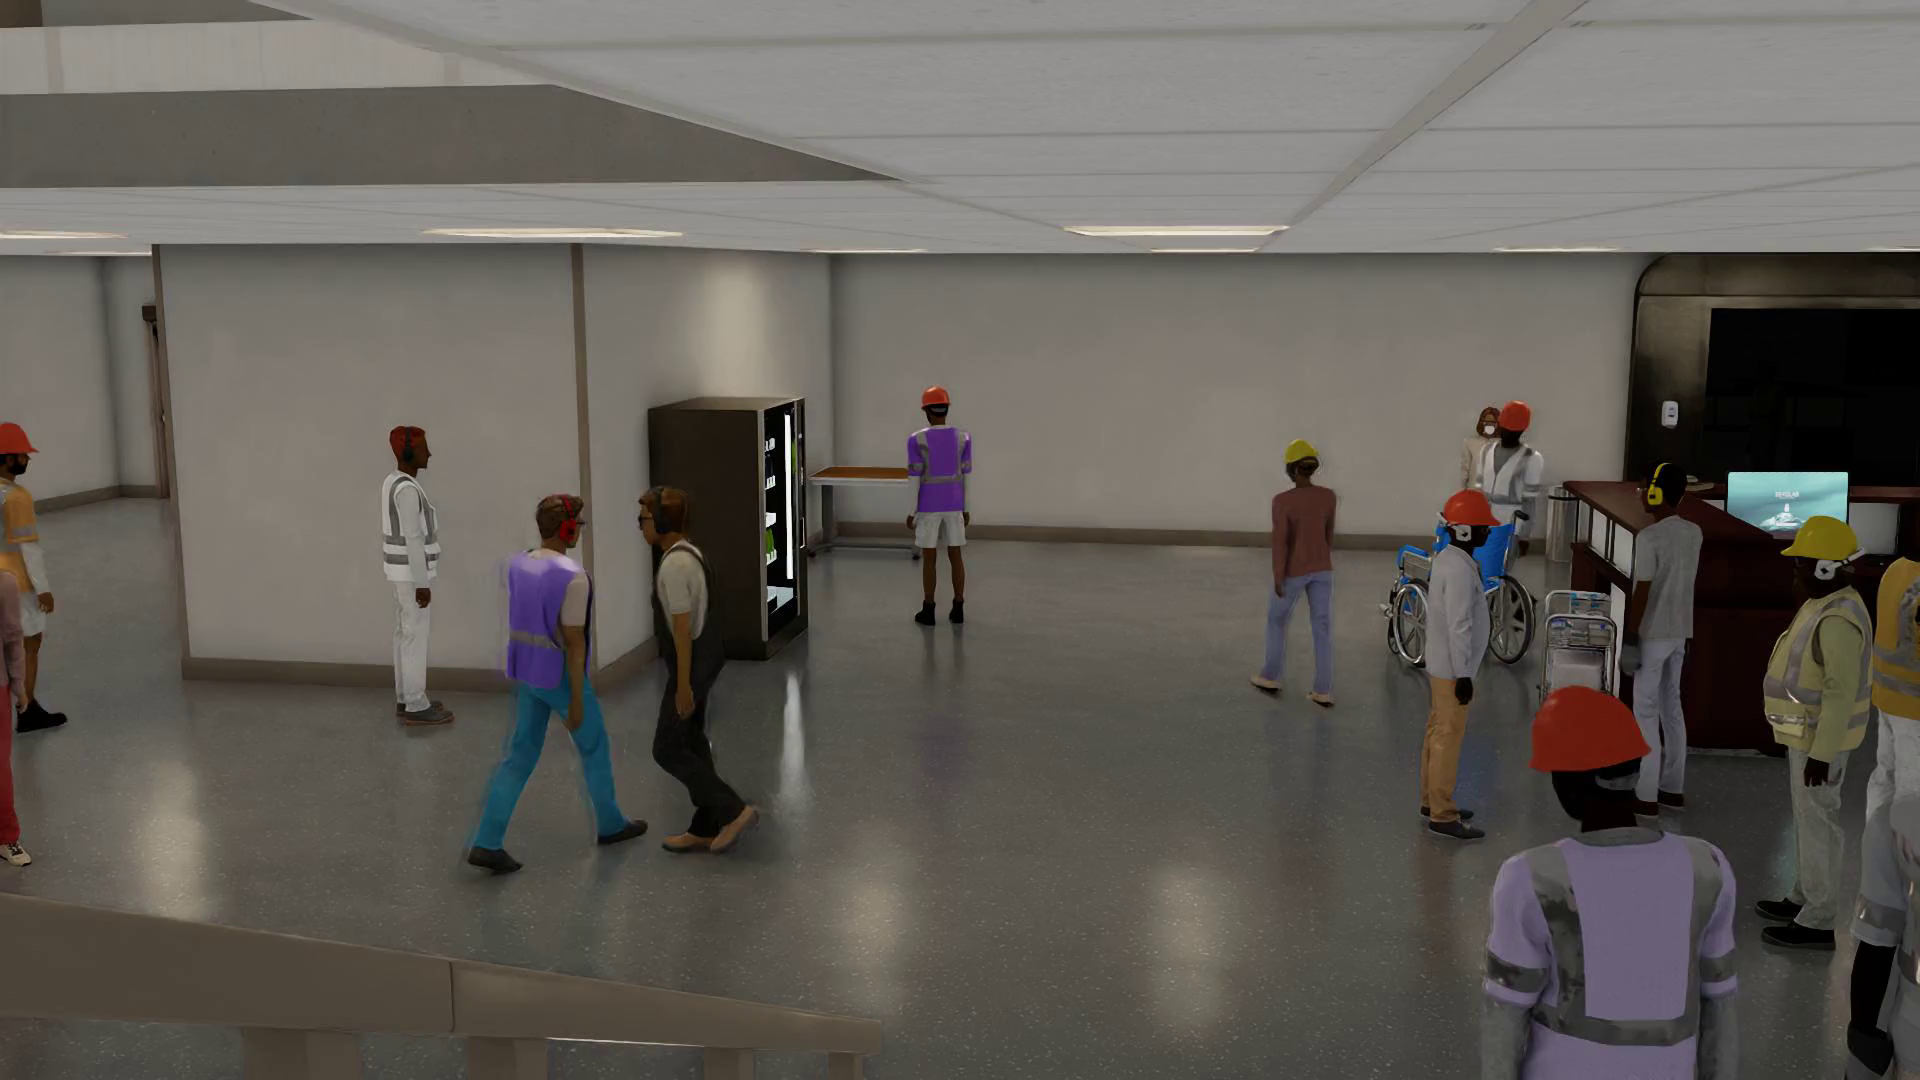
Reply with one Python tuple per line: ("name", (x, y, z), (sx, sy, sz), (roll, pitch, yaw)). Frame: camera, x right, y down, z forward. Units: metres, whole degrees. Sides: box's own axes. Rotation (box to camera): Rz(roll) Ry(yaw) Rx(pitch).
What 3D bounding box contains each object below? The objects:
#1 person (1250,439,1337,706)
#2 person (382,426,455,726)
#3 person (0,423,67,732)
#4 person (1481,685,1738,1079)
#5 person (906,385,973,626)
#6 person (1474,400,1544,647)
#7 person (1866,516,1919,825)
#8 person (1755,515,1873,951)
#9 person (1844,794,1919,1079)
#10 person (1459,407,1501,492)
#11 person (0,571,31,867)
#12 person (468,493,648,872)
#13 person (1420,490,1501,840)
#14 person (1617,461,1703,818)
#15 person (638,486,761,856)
("person", (2.234, 0.201, 11.058), (0.541, 1.738, 0.799), (-3, 10, -19))
("person", (-3.434, 0.222, 10.455), (0.346, 1.882, 0.584), (-5, 10, -28))
("person", (-5.815, 0.248, 10.179), (0.552, 1.922, 0.474), (7, 12, 38))
("person", (1.488, 1.294, 3.798), (0.577, 1.902, 0.596), (0, 9, -1))
("person", (-0.176, -0.275, 13.381), (0.543, 1.930, 0.372), (-3, 10, -17))
("person", (4.156, -0.119, 12.525), (0.761, 1.899, 0.561), (-6, 11, -34))
("person", (4.263, 0.749, 7.353), (0.430, 1.841, 0.623), (2, 9, 11))
("person", (3.597, 0.806, 7.016), (0.404, 1.830, 0.601), (4, 10, 23))
("person", (2.432, 1.246, 3.949), (0.610, 1.951, 0.388), (6, 11, 33))
("person", (4.779, -0.398, 15.091), (0.504, 1.627, 0.286), (5, 10, 29))
("person", (-4.675, 0.706, 7.827), (0.525, 1.772, 0.305), (-8, 12, -40))
("person", (-1.968, 0.673, 7.963), (0.557, 1.796, 0.973), (7, 11, 36))
("person", (2.528, 0.615, 8.427), (0.333, 1.753, 0.562), (2, 9, 10))
("person", (3.647, 0.518, 8.710), (0.505, 1.864, 0.333), (-6, 11, -34))
("person", (-1.280, 0.648, 8.027), (0.527, 1.819, 0.541), (0, 9, 0))
